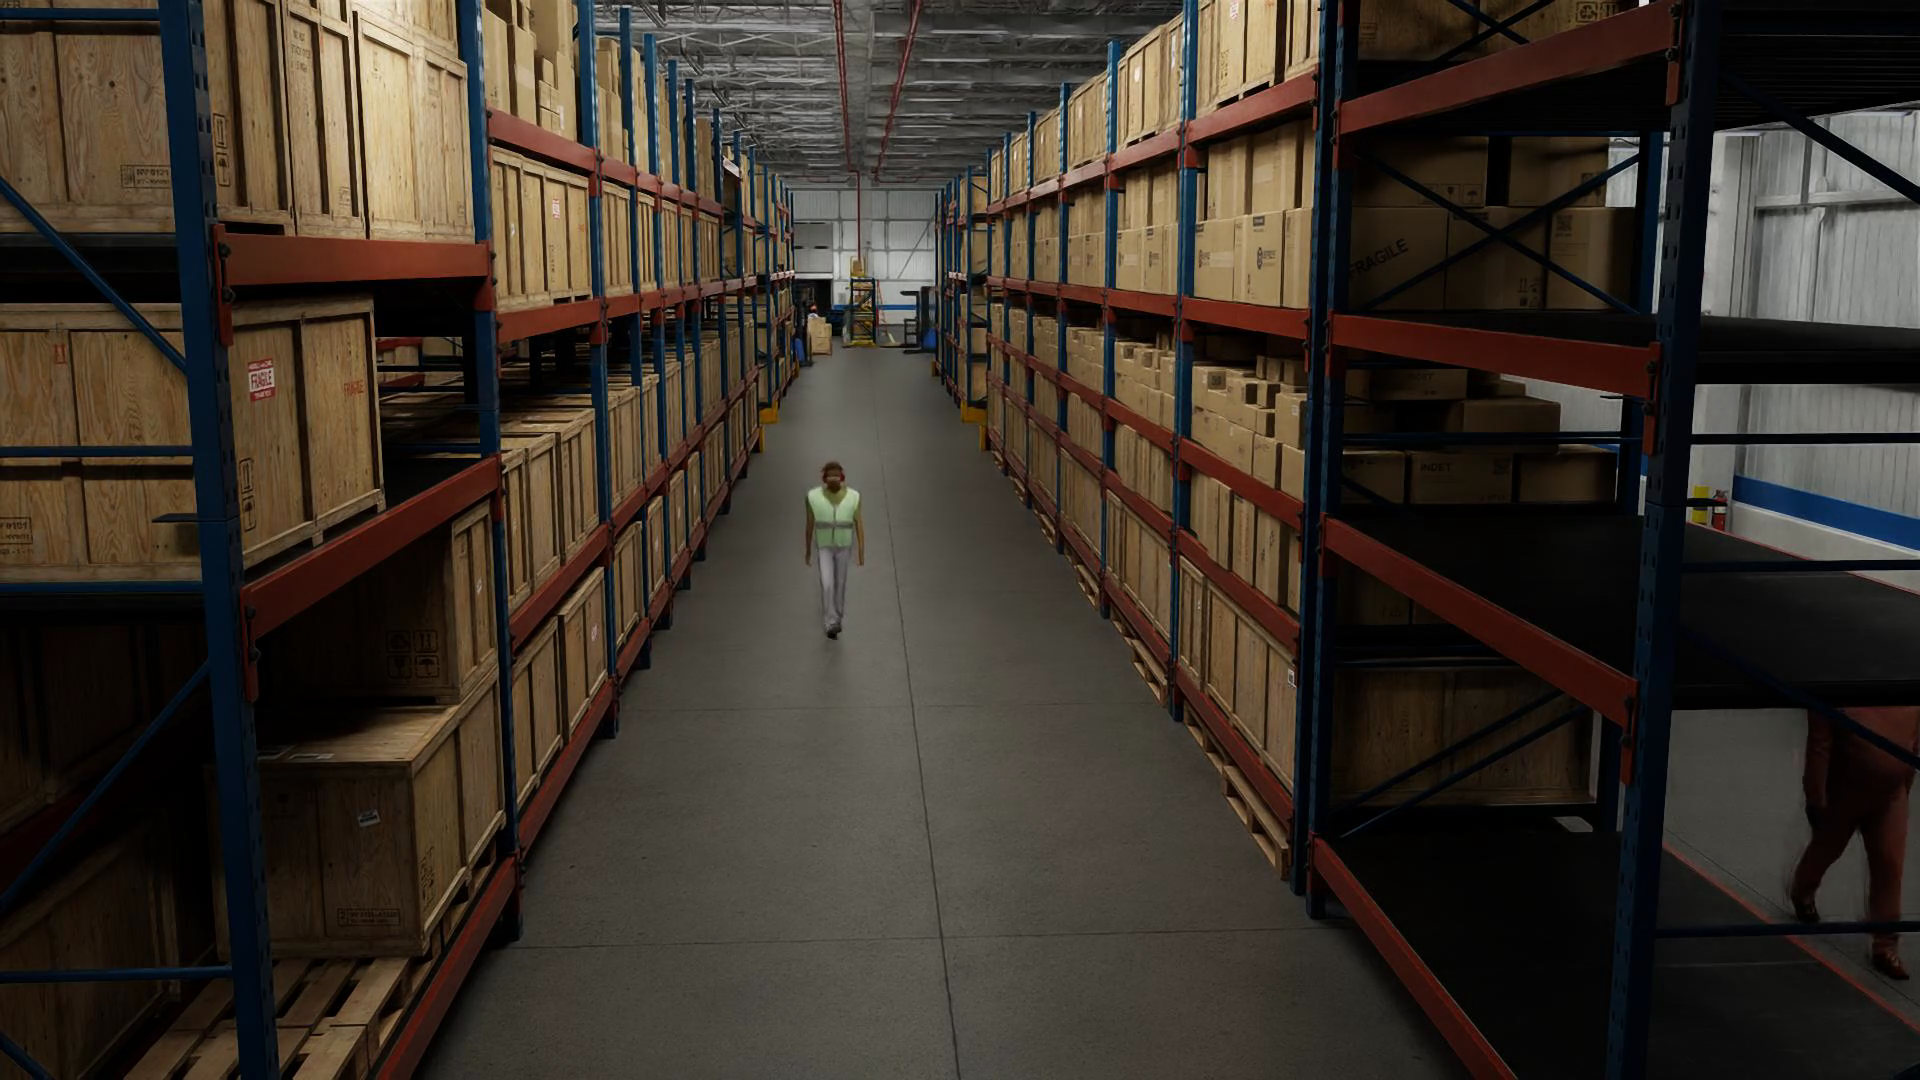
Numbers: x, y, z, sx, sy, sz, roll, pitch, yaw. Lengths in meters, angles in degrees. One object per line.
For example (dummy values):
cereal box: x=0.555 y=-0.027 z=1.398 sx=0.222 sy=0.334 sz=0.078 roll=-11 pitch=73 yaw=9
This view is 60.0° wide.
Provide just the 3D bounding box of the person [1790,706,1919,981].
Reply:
person: x=4.995 y=1.376 z=9.254 sx=0.647 sy=1.869 sz=0.965 roll=0 pitch=10 yaw=1

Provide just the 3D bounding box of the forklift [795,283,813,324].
forklift: x=-7.394 y=-10.748 z=78.671 sx=1.129 sy=2.768 sz=1.873 roll=-1 pitch=10 yaw=-4

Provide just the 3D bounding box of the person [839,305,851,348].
person: x=-5.118 y=-9.476 z=73.976 sx=0.565 sy=1.903 sz=0.640 roll=0 pitch=10 yaw=1

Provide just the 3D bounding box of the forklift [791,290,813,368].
forklift: x=-6.124 y=-7.576 z=59.722 sx=1.129 sy=2.768 sz=1.873 roll=3 pitch=10 yaw=15

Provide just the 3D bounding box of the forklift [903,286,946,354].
forklift: x=-1.429 y=-9.137 z=69.048 sx=1.873 sy=2.768 sz=1.129 roll=-1 pitch=10 yaw=-3

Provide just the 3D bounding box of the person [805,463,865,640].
person: x=-1.267 y=0.114 z=16.993 sx=0.593 sy=1.796 sz=0.935 roll=-2 pitch=10 yaw=-11

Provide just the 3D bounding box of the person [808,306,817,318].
person: x=-6.410 y=-9.284 z=72.774 sx=0.545 sy=1.930 sz=0.394 roll=9 pitch=13 yaw=42
